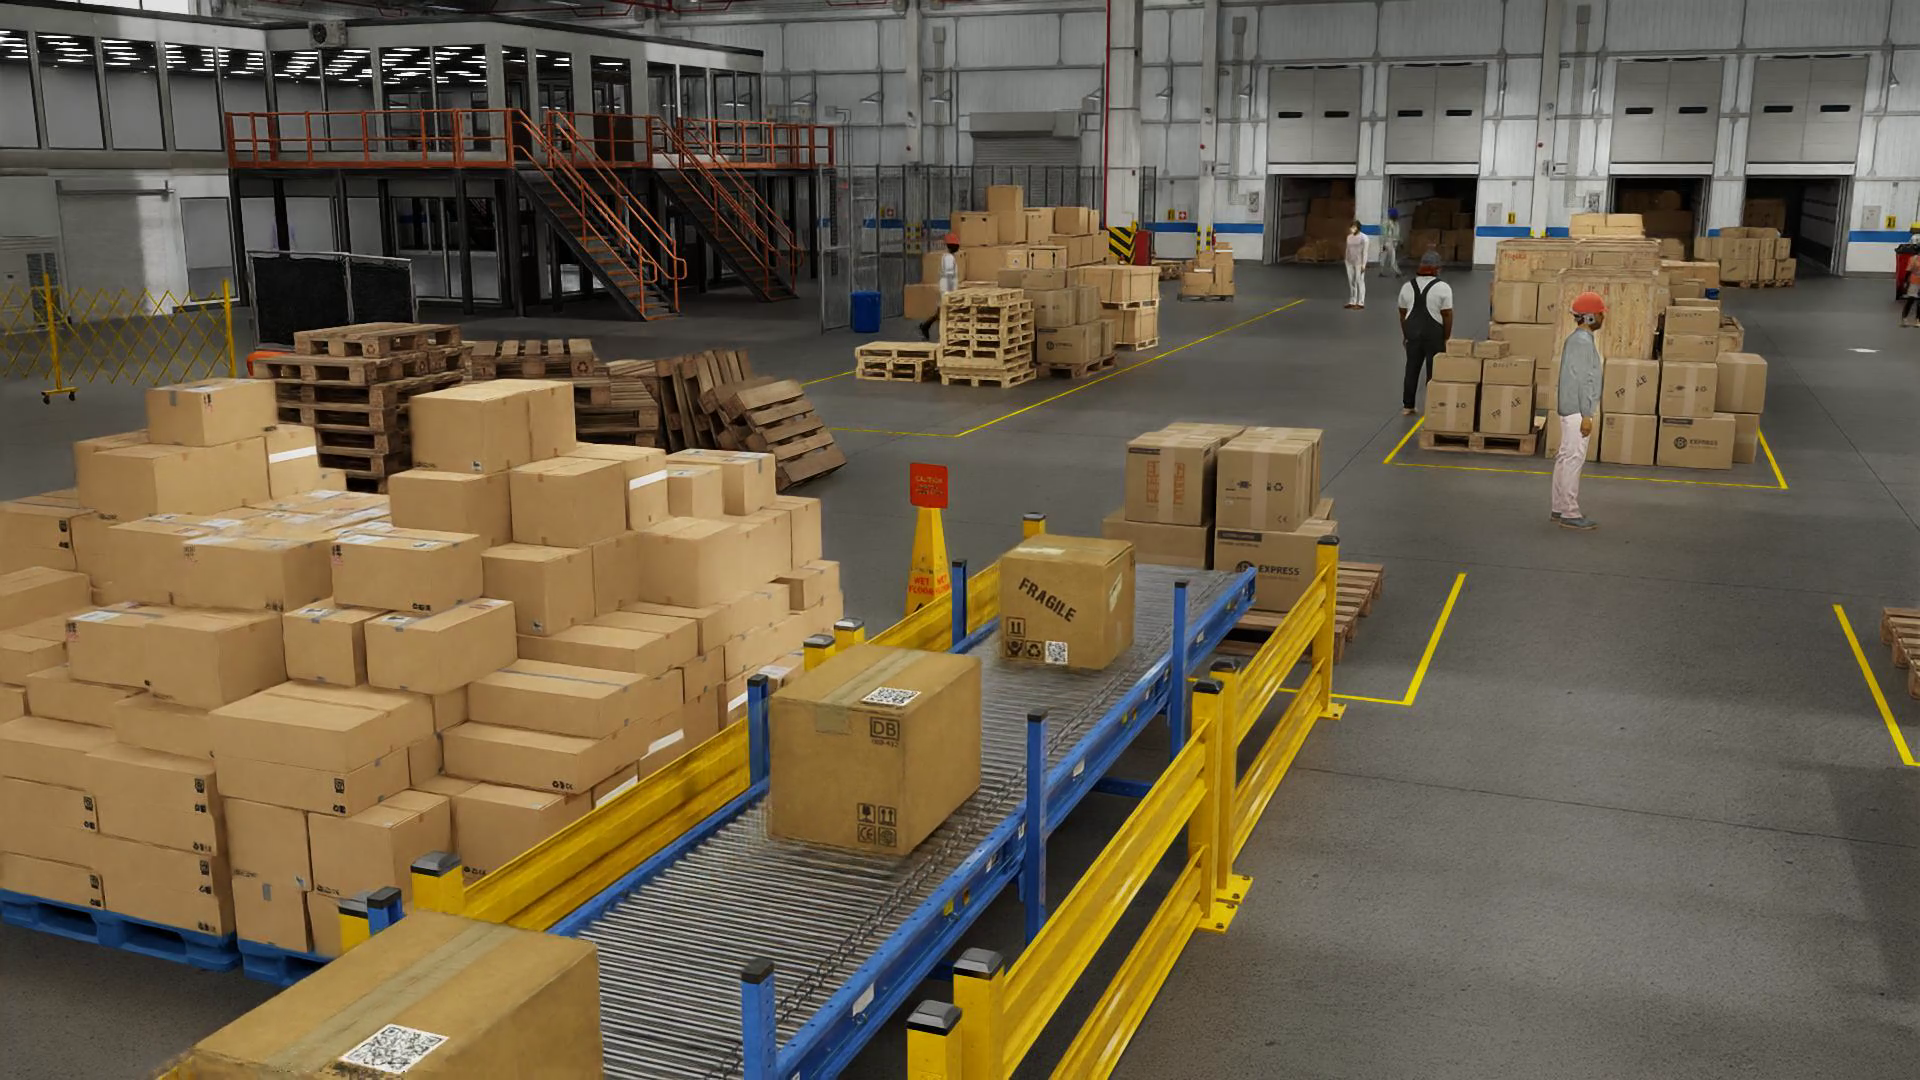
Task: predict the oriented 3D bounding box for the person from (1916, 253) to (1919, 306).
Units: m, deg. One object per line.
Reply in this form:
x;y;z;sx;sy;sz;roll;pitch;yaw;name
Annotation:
21.445;-6.078;36.828;0.638;1.825;0.452;-8;15;-32;person

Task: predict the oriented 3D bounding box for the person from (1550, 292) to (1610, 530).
5.247;-1.093;14.087;0.374;1.997;0.609;2;13;7;person

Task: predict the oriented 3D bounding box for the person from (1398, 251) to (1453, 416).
5.749;-2.523;20.403;0.687;2.000;0.537;11;17;41;person

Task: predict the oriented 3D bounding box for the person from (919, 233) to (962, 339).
-0.280;-4.470;29.463;0.807;1.908;0.564;0;13;-2;person

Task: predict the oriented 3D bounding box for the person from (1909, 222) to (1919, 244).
23.359;-6.919;40.790;0.299;1.745;0.483;10;16;38;person

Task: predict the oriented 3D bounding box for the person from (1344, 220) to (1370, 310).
8.607;-5.965;36.116;0.389;1.927;0.623;-7;15;-30;person

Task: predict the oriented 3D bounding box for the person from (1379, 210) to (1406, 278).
12.136;-8.284;46.576;0.602;1.894;1.003;-12;17;-42;person

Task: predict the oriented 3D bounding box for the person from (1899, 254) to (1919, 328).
18.413;-4.900;31.875;0.569;1.682;0.442;4;13;15;person
